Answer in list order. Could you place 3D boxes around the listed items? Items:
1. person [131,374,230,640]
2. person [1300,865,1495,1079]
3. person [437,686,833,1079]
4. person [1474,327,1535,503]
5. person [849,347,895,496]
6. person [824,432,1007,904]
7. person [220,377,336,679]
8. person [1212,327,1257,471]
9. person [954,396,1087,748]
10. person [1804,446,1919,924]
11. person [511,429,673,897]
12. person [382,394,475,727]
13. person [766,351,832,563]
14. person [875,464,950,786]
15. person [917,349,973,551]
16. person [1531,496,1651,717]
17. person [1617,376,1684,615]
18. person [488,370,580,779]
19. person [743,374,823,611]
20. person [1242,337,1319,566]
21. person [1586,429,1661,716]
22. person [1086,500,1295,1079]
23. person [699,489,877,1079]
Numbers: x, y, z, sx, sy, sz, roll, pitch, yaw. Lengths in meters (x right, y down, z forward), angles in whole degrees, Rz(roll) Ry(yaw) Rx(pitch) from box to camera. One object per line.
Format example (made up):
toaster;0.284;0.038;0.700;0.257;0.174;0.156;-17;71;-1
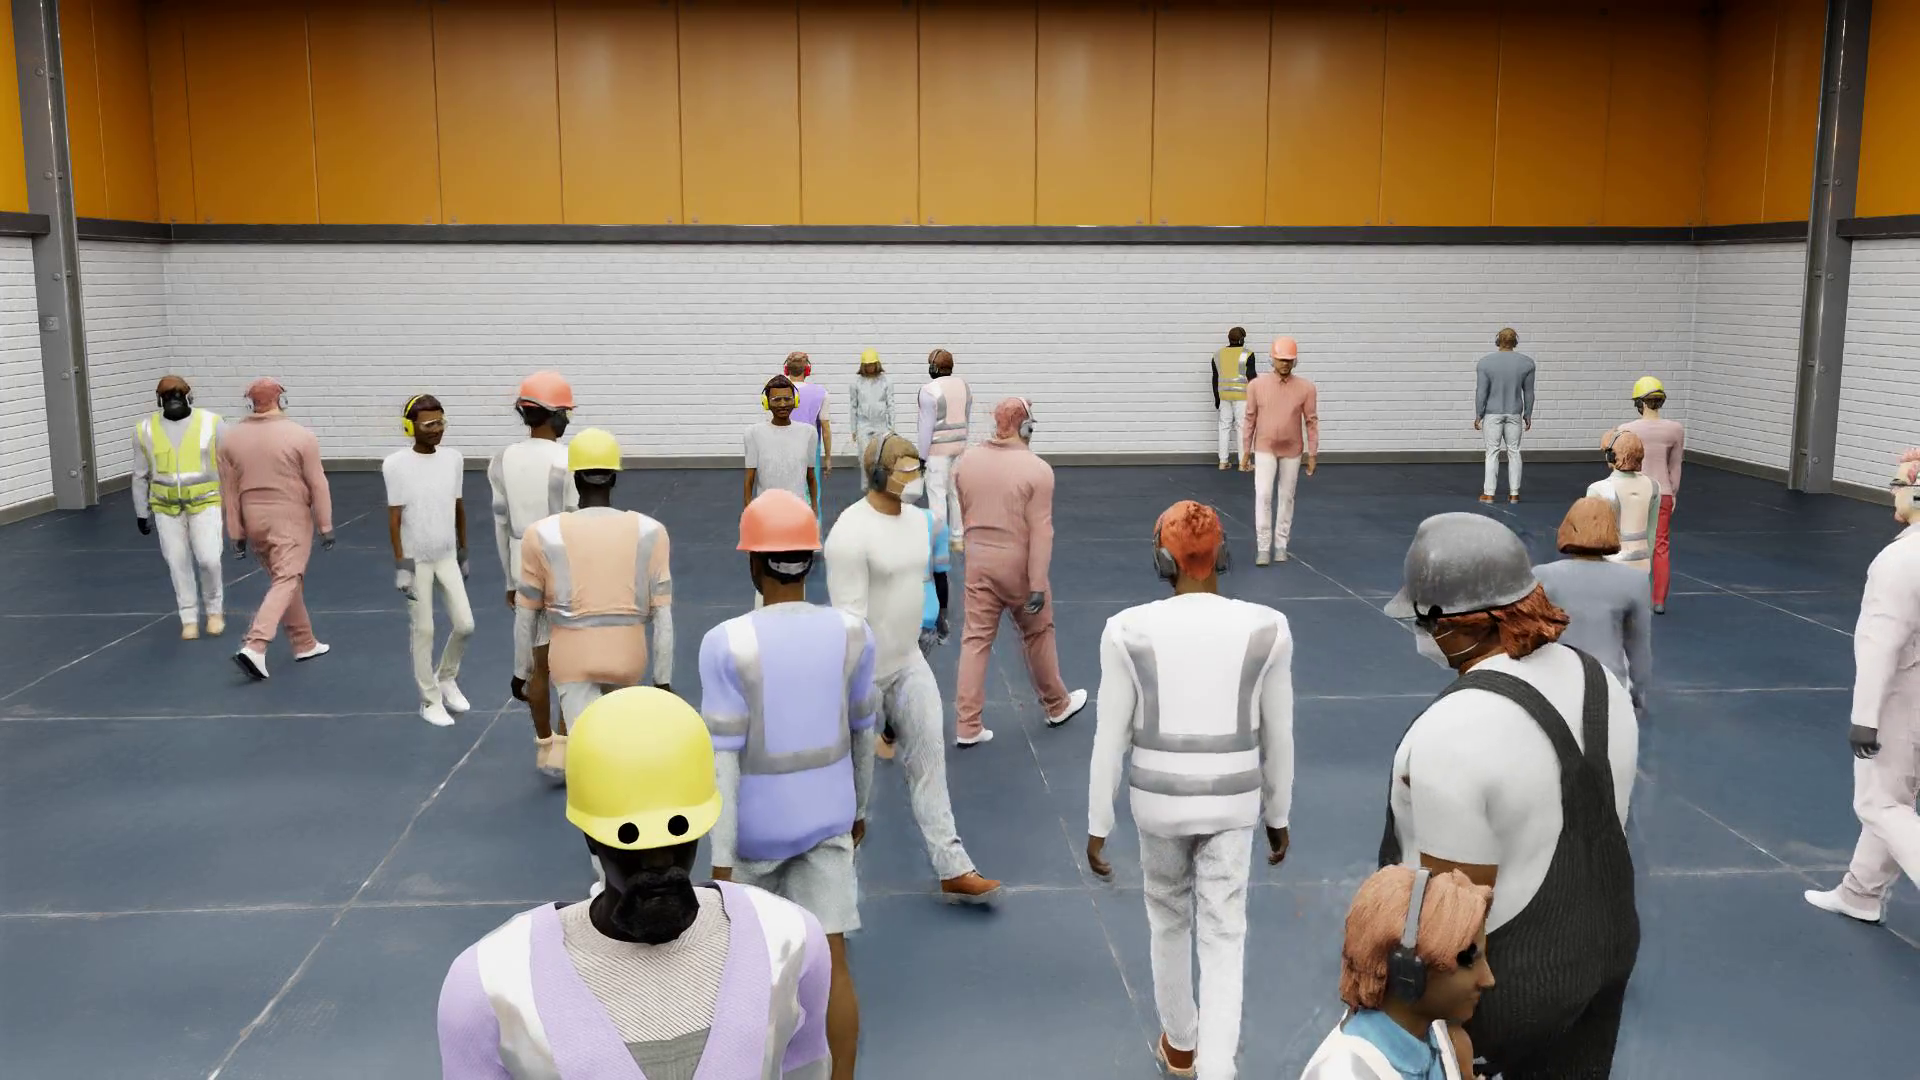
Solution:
person;-5.306;-0.217;11.386;0.660;1.829;0.452;-2;9;-13
person;0.663;1.294;2.645;0.910;1.591;0.506;6;11;34
person;-0.450;1.154;2.467;0.587;1.927;0.363;-5;10;-27
person;5.956;-1.361;18.224;0.635;1.937;0.353;1;9;4
person;-0.959;-1.231;18.056;0.494;1.726;0.469;-2;9;-10
person;-0.316;0.508;6.661;1.047;1.891;0.650;6;11;33
person;-4.325;-0.090;10.468;0.650;1.868;0.932;2;9;13
person;3.541;-1.809;21.340;0.621;1.845;0.429;7;11;37
person;0.302;0.154;8.976;0.649;1.857;0.966;6;11;34
person;3.530;0.593;6.133;0.663;1.885;0.805;-5;10;-30
person;-1.501;0.489;6.786;0.612;1.873;0.967;-4;10;-26
person;-2.911;0.120;9.205;0.509;1.852;0.387;-9;12;-43
person;-1.400;-0.710;14.432;0.570;1.842;0.379;0;9;-1
person;-0.294;0.383;8.180;0.539;1.651;0.864;-7;12;-39
person;-0.174;-0.788;14.928;0.429;1.845;0.621;8;12;41
person;2.596;0.610;6.932;0.520;1.586;0.876;2;9;15
person;5.032;-0.318;12.230;0.523;1.765;0.316;-1;9;-7
person;-2.022;0.179;8.236;0.627;2.040;0.412;4;10;25
person;-1.140;-0.130;10.714;0.528;1.871;0.323;-3;10;-20
person;2.750;-0.749;14.280;0.643;1.961;0.837;1;9;8
person;3.695;0.200;9.355;0.514;1.641;0.309;-4;10;-23
person;0.684;0.812;4.877;0.604;1.854;0.885;1;9;6
person;-0.522;0.788;4.887;0.574;1.880;0.992;-5;10;-27
